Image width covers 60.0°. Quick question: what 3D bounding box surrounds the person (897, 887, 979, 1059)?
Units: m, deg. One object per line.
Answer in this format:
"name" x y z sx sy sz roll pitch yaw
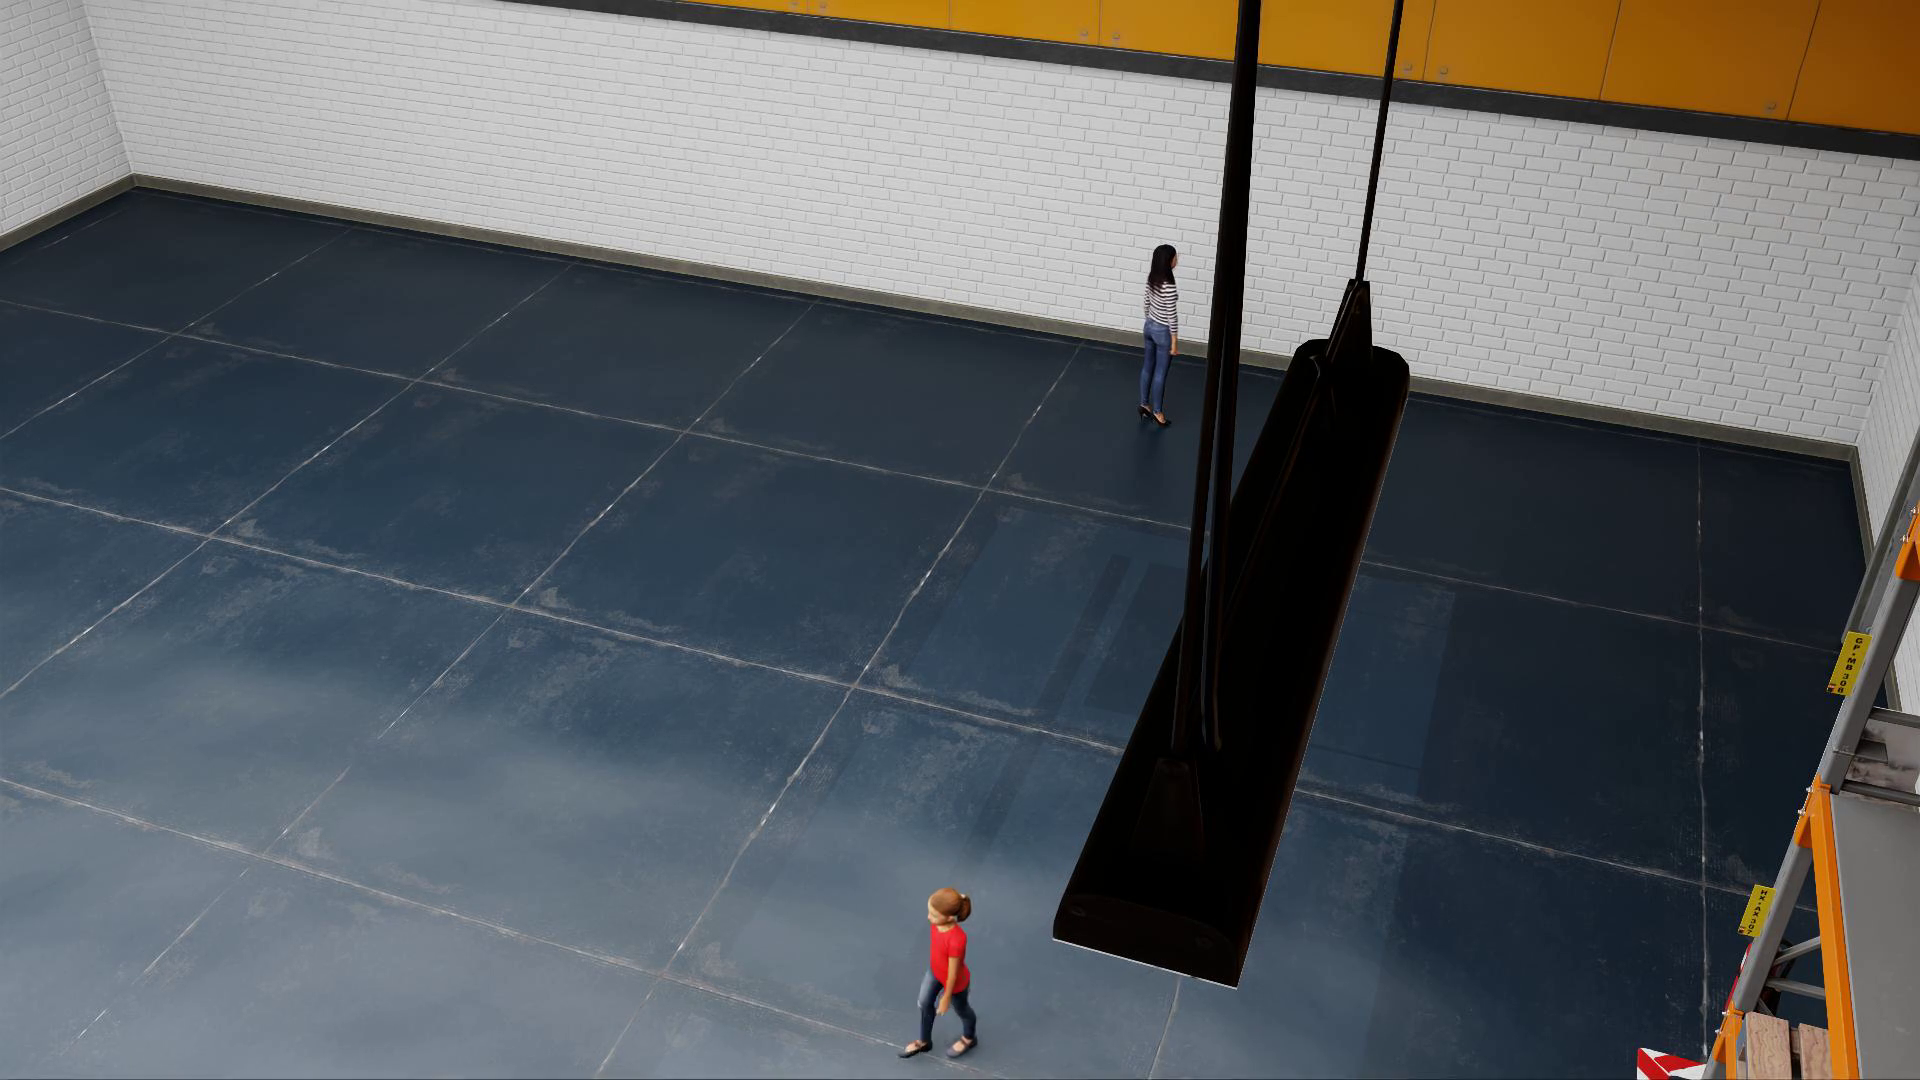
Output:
"person" 0.001 2.430 9.350 0.763 1.295 0.679 -20 38 -27

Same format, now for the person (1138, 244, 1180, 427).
"person" 1.843 -1.891 15.399 0.678 1.797 0.636 -17 37 -24
